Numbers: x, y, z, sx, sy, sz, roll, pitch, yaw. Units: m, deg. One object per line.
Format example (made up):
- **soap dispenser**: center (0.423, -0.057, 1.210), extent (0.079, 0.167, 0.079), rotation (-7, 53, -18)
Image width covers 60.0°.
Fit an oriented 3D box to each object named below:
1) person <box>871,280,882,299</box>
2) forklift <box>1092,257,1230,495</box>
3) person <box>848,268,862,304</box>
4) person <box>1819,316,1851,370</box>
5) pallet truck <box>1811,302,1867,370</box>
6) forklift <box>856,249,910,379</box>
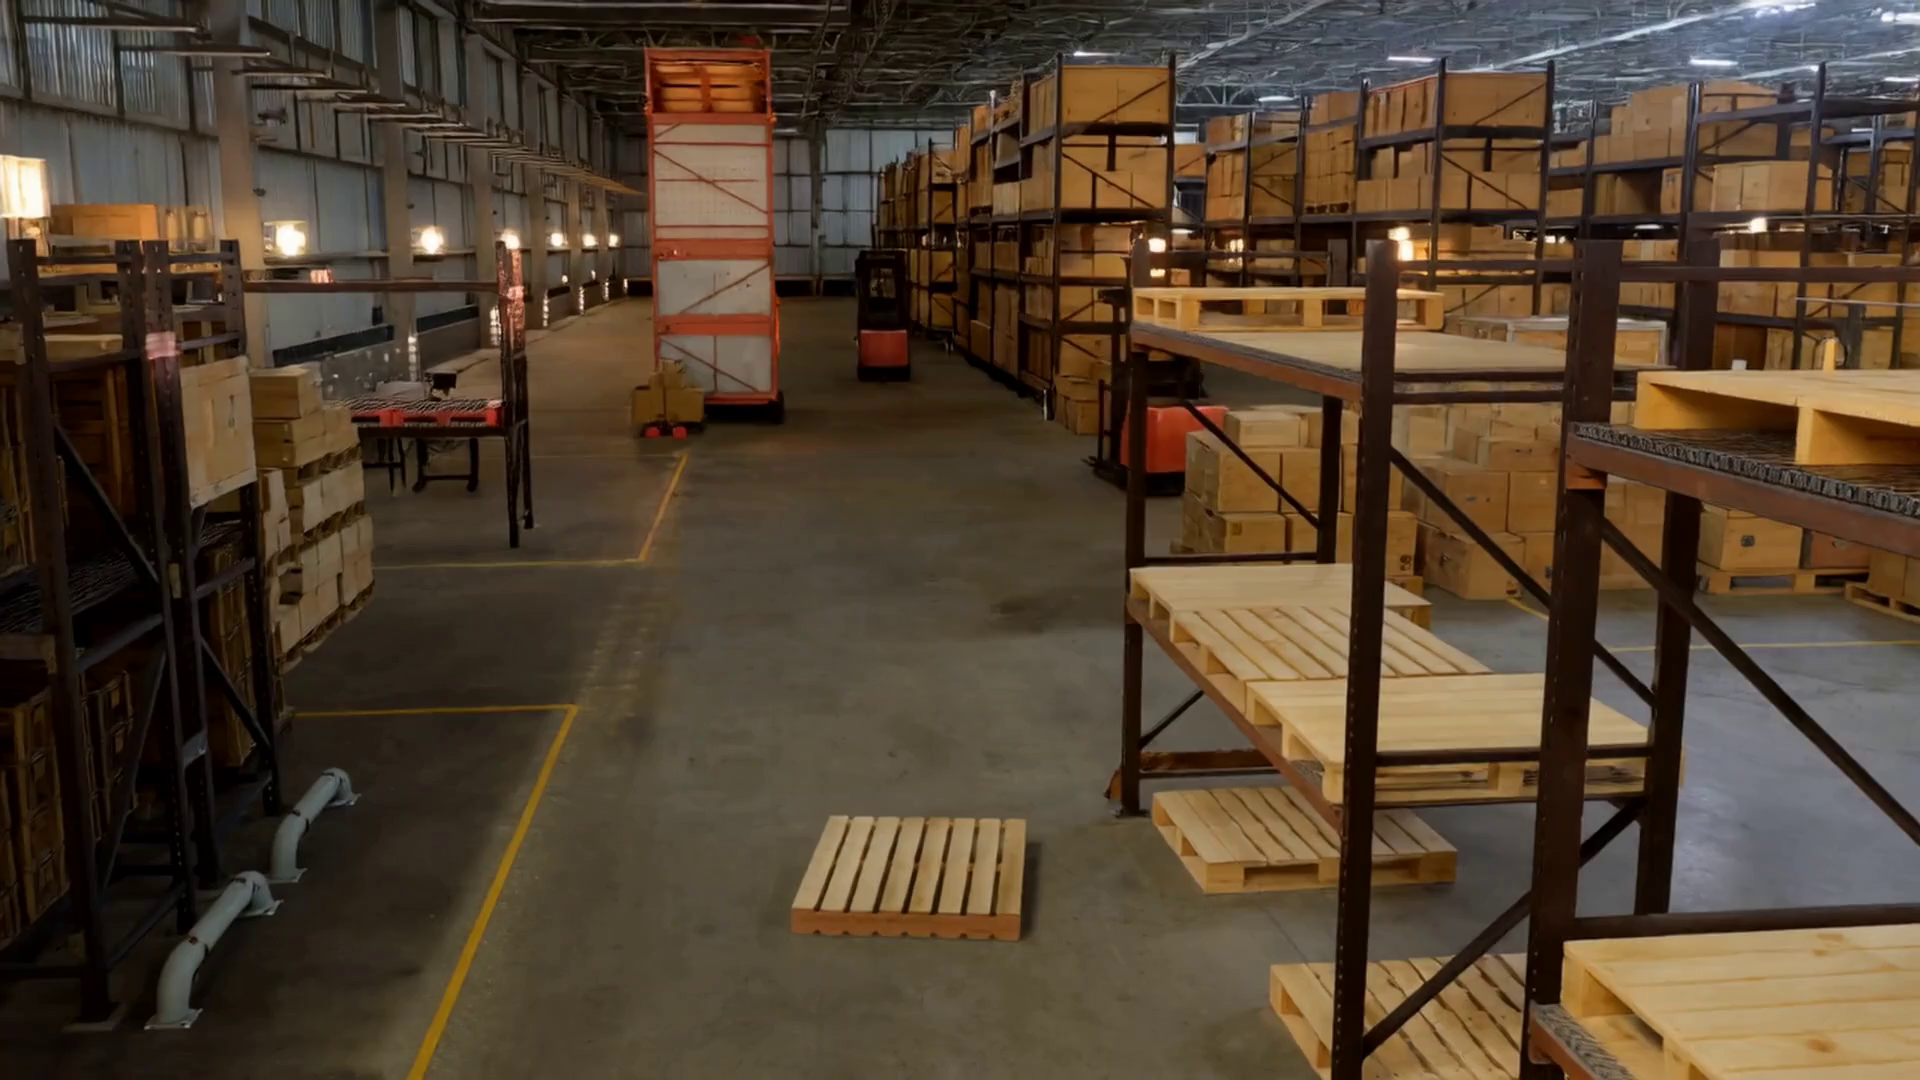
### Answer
- **person**: center (-2.552, -6.622, 48.453), extent (0.977, 1.859, 0.677), rotation (-1, 10, -3)
- **forklift**: center (2.475, -2.044, 20.260), extent (1.129, 2.768, 1.873), rotation (-3, 11, -15)
- **person**: center (-4.936, -12.080, 79.126), extent (0.893, 1.707, 0.570), rotation (1, 10, 7)
- **person**: center (13.015, -2.375, 24.794), extent (0.587, 1.911, 0.397), rotation (-10, 14, -43)
- **pallet truck**: center (15.846, -3.142, 28.793), extent (1.885, 1.965, 0.823), rotation (2, 10, 12)
- **forklift**: center (-1.709, -4.996, 36.618), extent (1.129, 2.768, 1.873), rotation (-1, 10, -6)
